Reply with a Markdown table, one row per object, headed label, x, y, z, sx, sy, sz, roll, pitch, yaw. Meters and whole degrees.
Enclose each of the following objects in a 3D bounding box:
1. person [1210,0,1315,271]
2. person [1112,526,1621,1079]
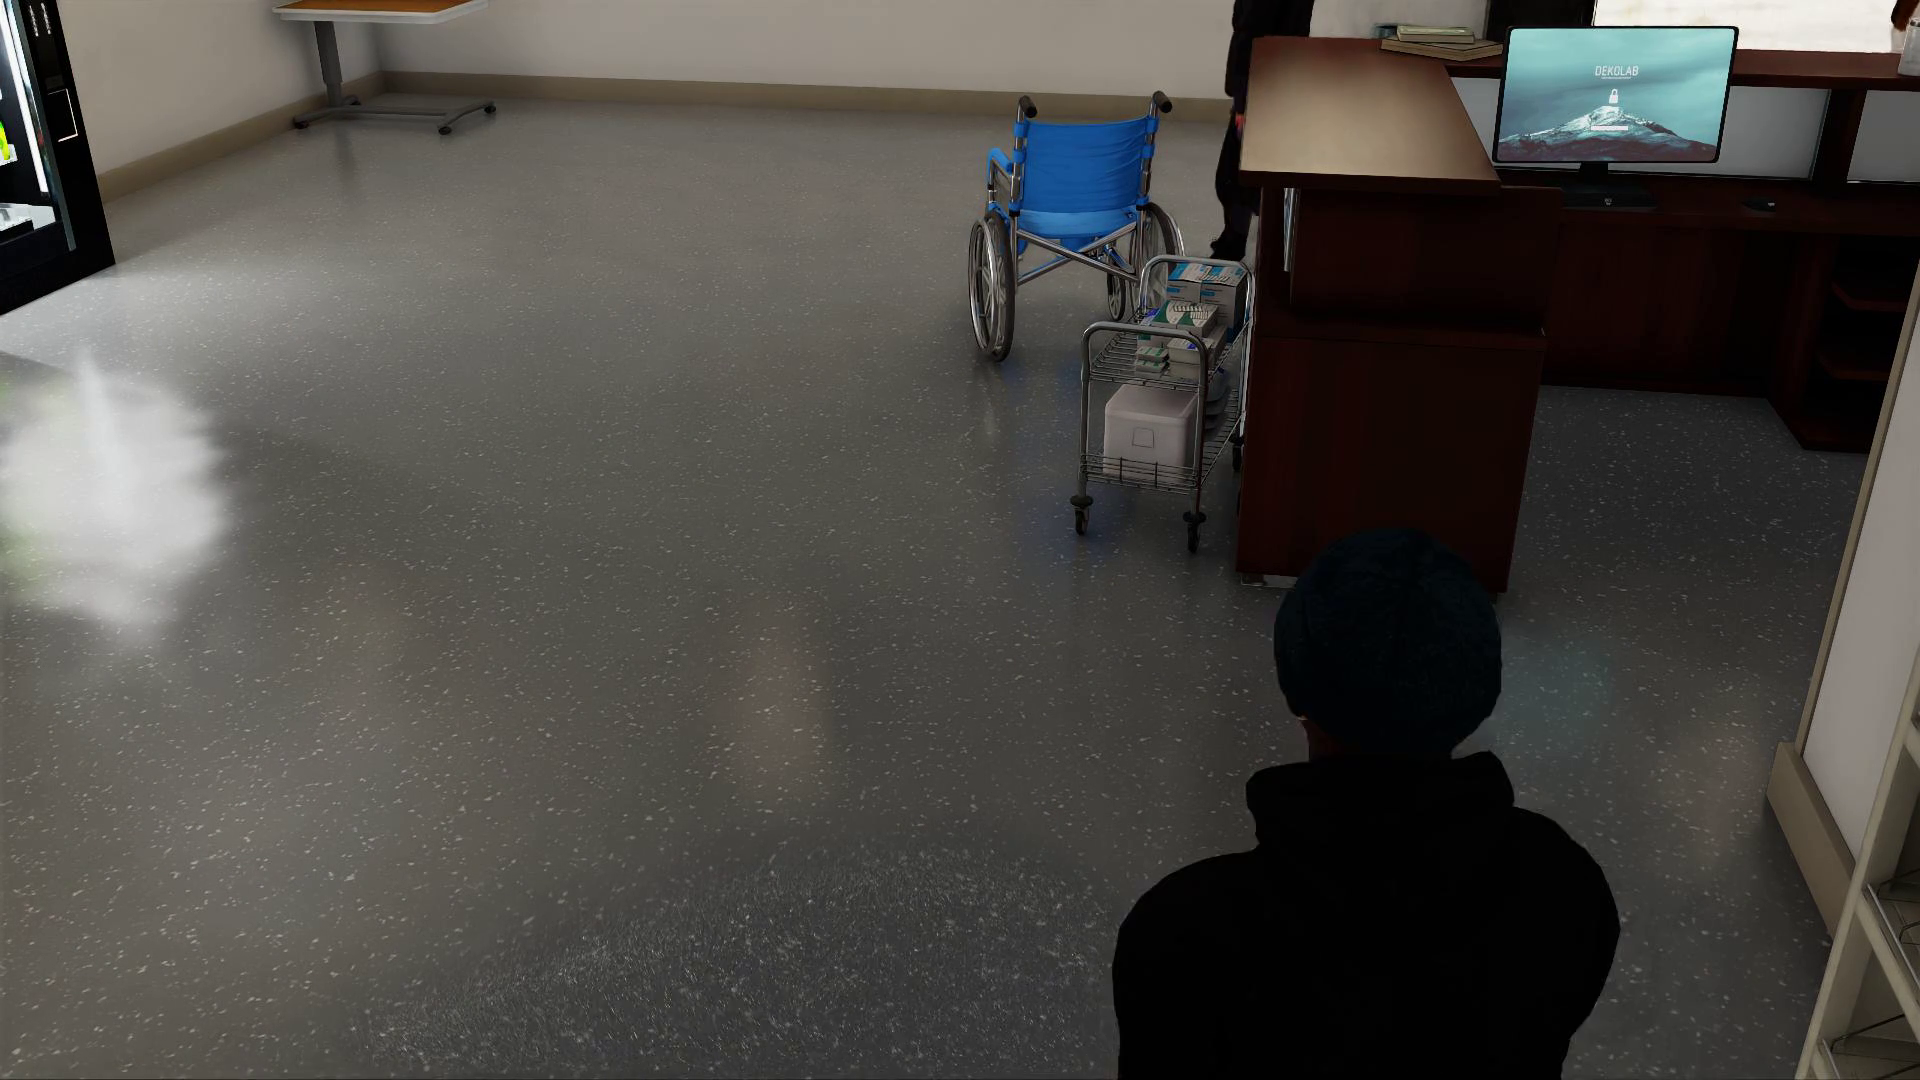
| label | x | y | z | sx | sy | sz | roll | pitch | yaw |
| --- | --- | --- | --- | --- | --- | --- | --- | --- | --- |
| person | 1.474 | -2.009 | 7.539 | 0.912 | 1.914 | 1.126 | 11 | 28 | 21 |
| person | 0.416 | 0.877 | 1.721 | 0.916 | 1.769 | 1.301 | -3 | 26 | -5 |
